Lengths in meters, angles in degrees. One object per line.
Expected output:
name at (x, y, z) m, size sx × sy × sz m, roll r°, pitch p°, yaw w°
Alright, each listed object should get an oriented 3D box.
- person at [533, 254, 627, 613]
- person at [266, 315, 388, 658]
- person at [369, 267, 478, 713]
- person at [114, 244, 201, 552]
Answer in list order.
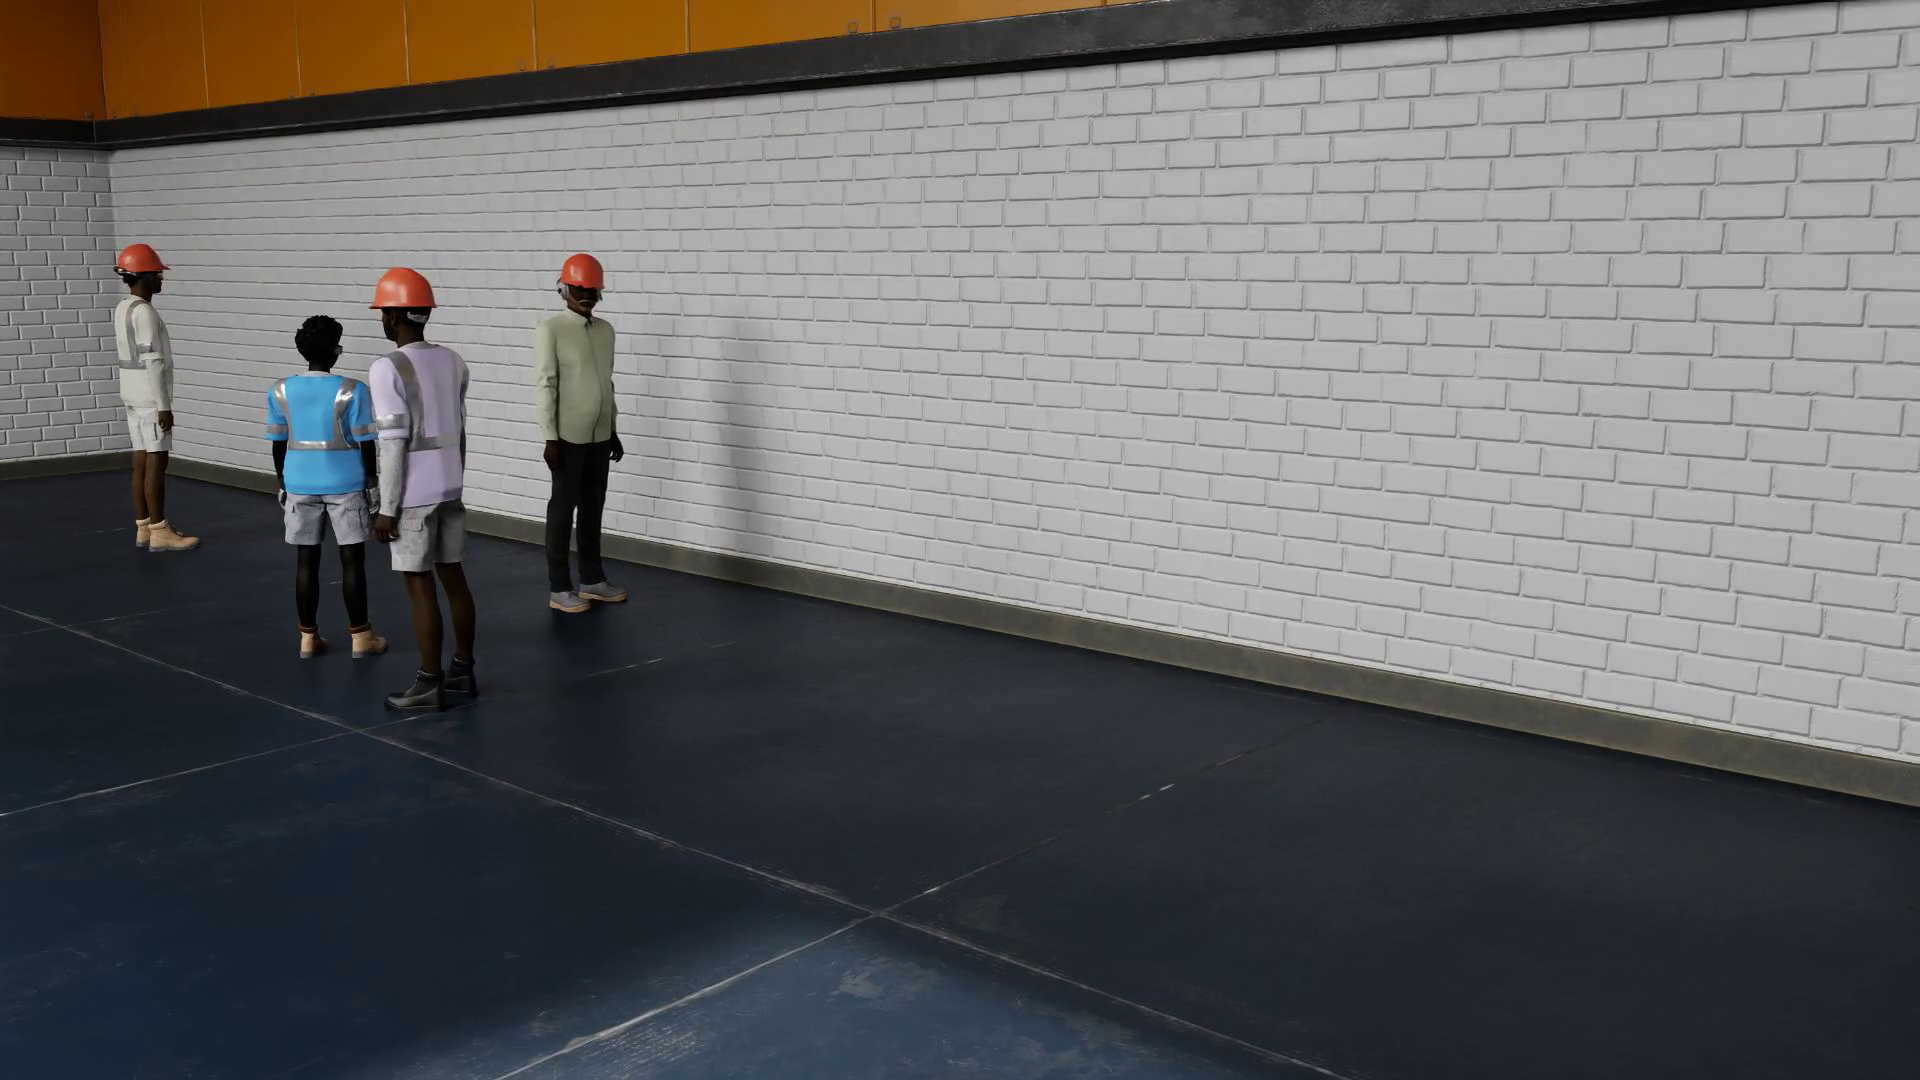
person at (-2.115, -0.601, 9.349) m, size 0.396 × 1.988 × 0.614 m, roll 5°, pitch 11°, yaw 29°
person at (-3.119, -0.255, 8.211) m, size 0.541 × 1.695 × 0.316 m, roll 0°, pitch 10°, yaw 3°
person at (-2.368, -0.210, 7.267) m, size 0.375 × 1.939 × 0.546 m, roll 4°, pitch 11°, yaw 21°
person at (-5.415, -0.946, 11.149) m, size 0.367 × 2.048 × 0.607 m, roll -9°, pitch 13°, yaw -41°
